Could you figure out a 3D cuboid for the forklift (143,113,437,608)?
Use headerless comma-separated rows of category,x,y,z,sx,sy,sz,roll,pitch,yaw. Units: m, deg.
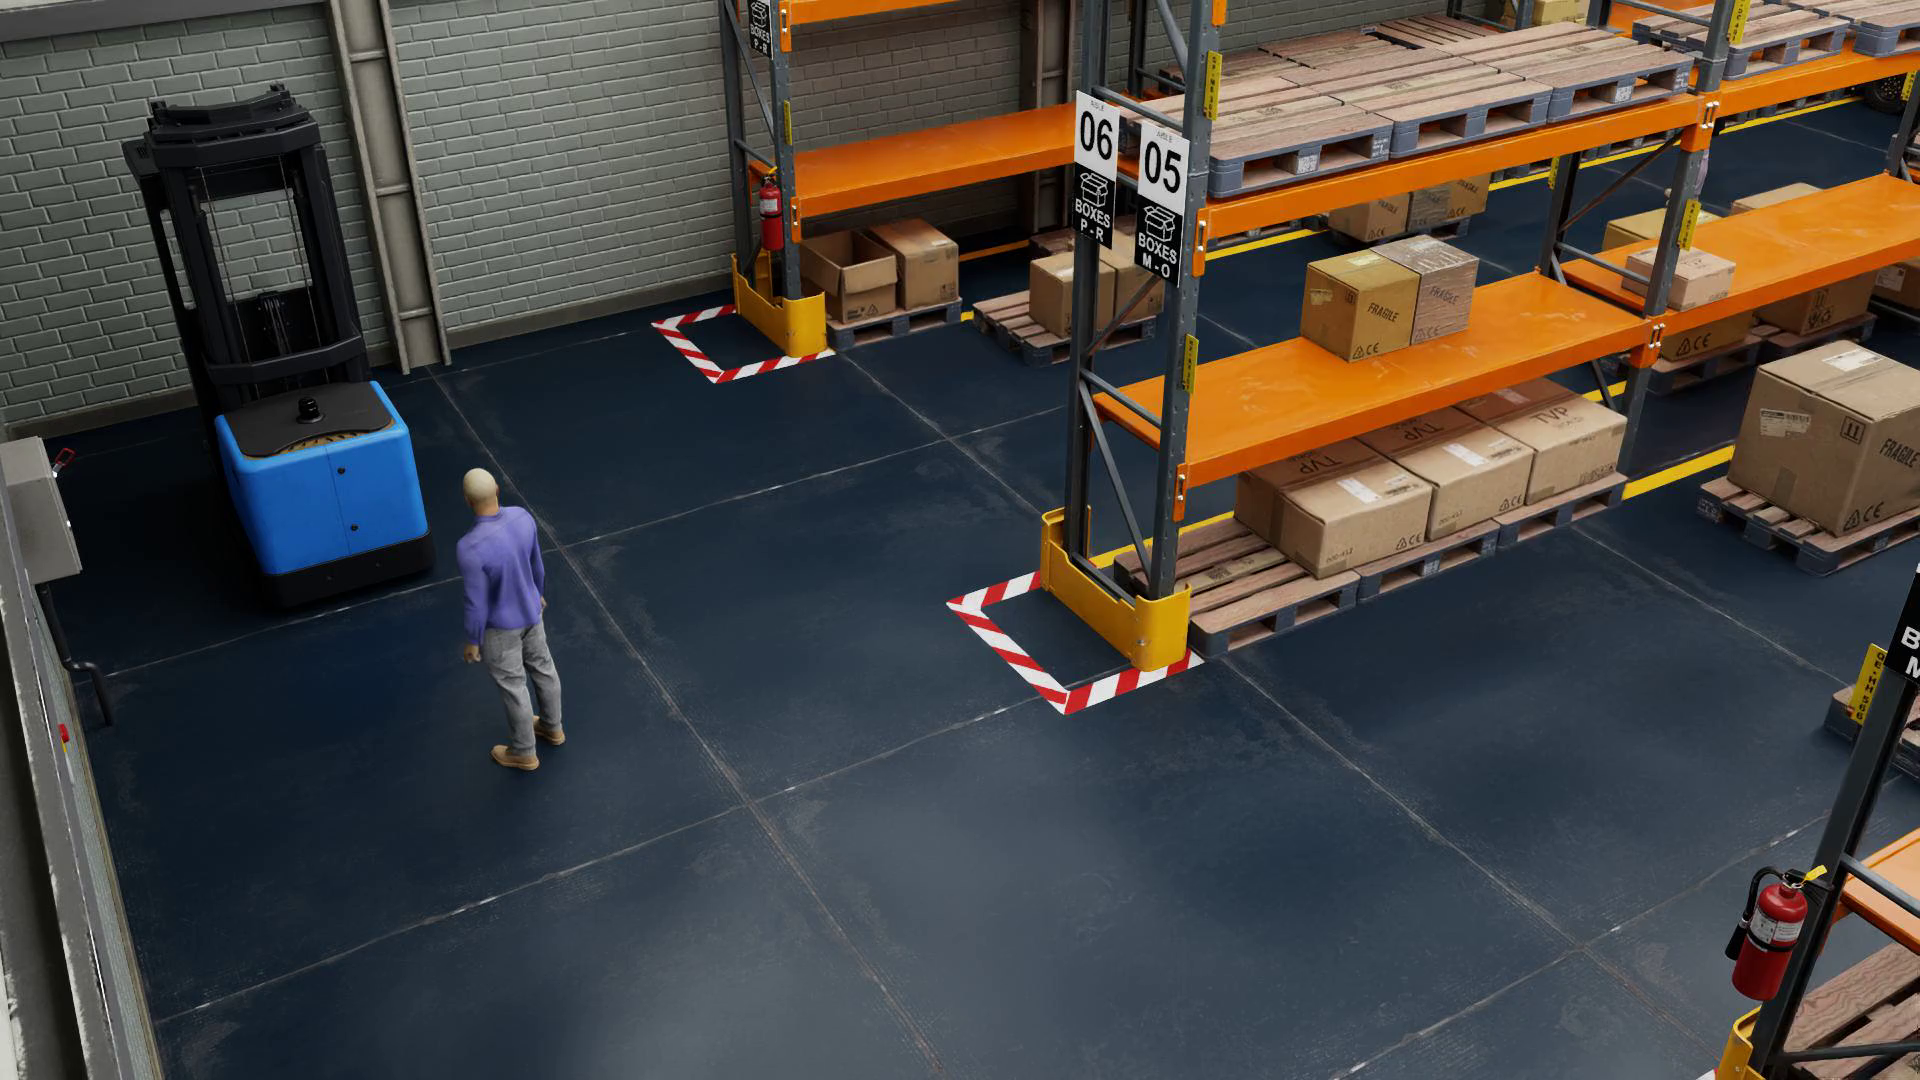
forklift,-4.289,-1.259,10.509,1.129,2.768,1.873,-17,36,-26

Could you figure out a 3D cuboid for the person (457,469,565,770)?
person,-2.378,0.429,8.794,0.399,1.797,0.595,17,35,25

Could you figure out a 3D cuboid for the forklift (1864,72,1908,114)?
forklift,11.468,-5.645,18.244,1.214,2.155,2.313,-17,36,-26

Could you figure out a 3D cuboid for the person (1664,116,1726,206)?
person,7.230,-4.134,16.120,0.410,1.855,0.533,11,33,17
